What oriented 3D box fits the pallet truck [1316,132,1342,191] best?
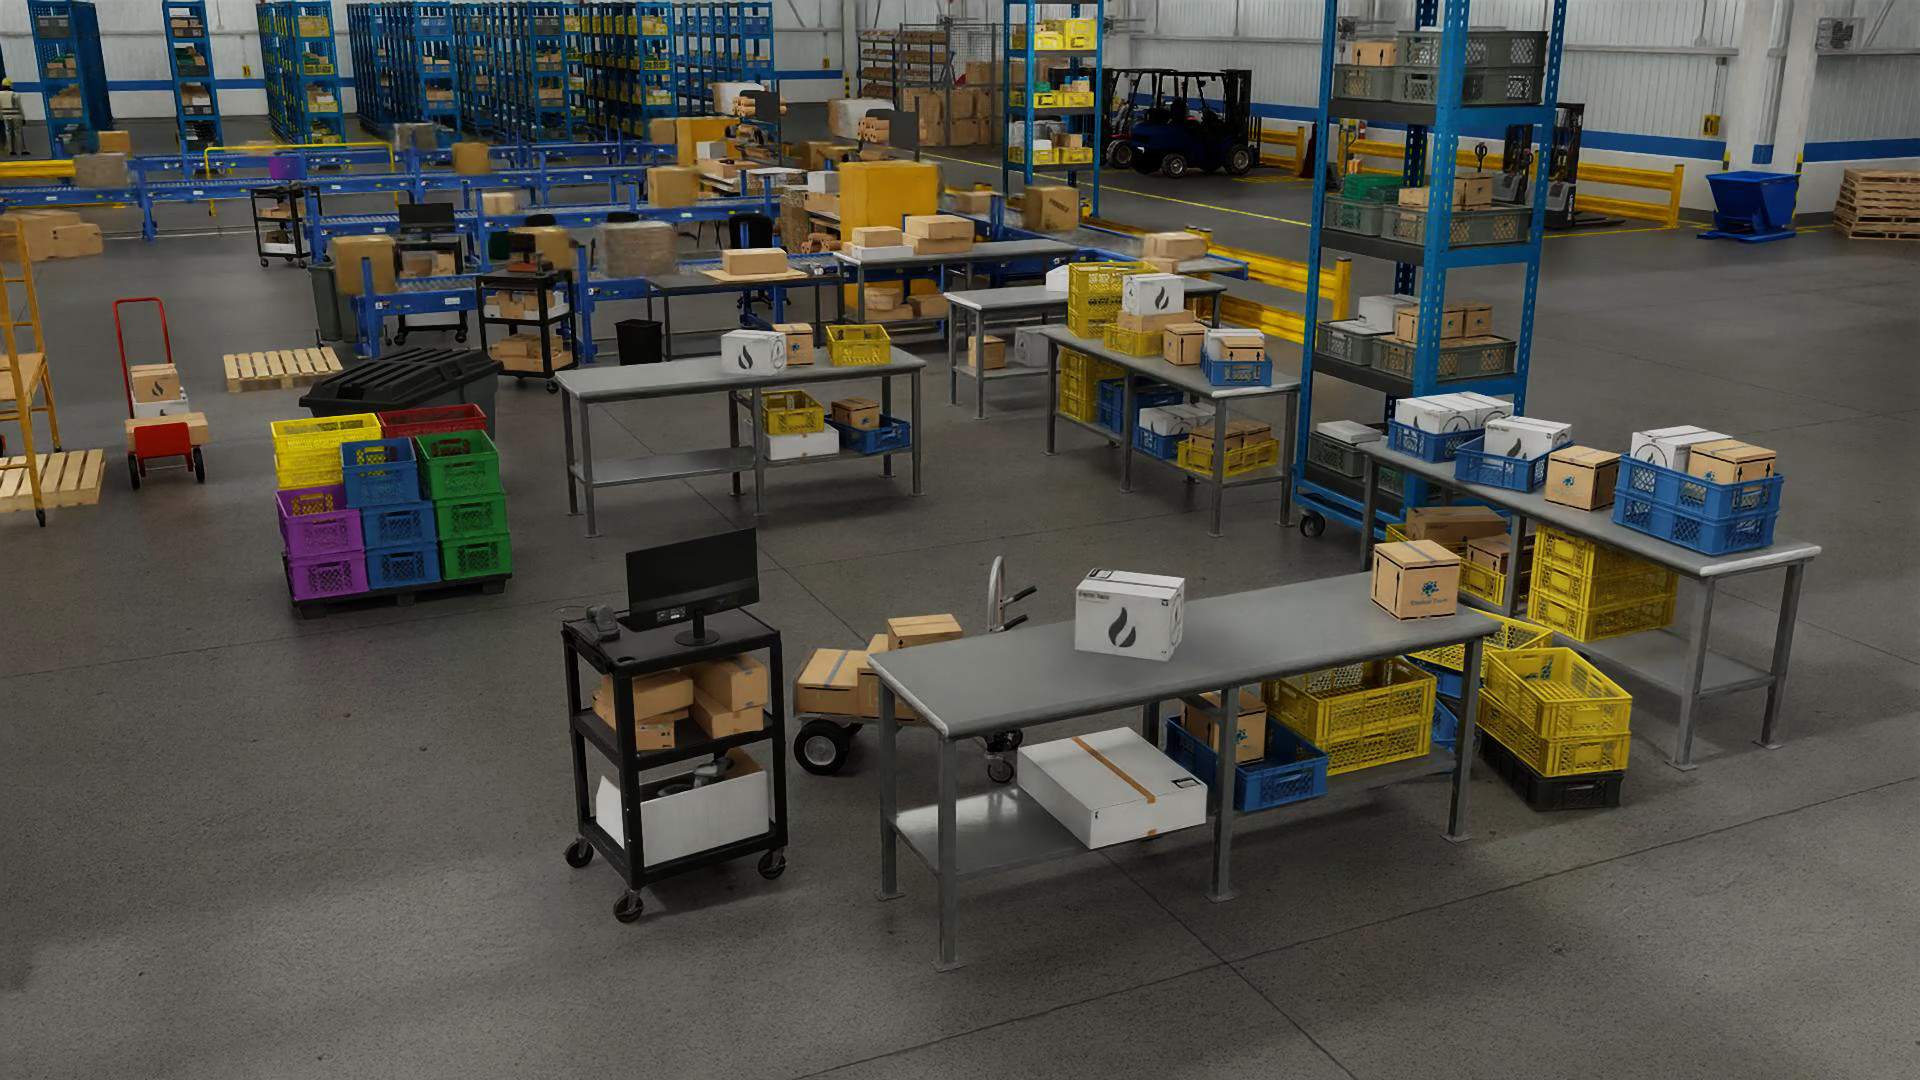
[{"bbox_3d":[7.723,-7.504,32.656,1.601,1.201,0.680,-8,19,-23],"label":"pallet truck"}]

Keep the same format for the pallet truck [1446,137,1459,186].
[{"bbox_3d":[9.184,-6.485,29.328,1.630,1.274,0.653,-8,19,-23],"label":"pallet truck"}]

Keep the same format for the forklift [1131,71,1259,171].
[{"bbox_3d":[4.998,-8.936,35.413,2.680,1.987,1.157,-9,20,-25],"label":"forklift"}]

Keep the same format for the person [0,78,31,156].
[{"bbox_3d":[-22.986,-10.257,40.347,0.601,1.830,0.404,-1,18,-5],"label":"person"}]

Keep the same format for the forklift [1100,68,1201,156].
[{"bbox_3d":[4.082,-9.564,37.410,2.680,1.987,1.157,-8,19,-23],"label":"forklift"}]

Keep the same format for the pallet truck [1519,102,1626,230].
[{"bbox_3d":[9.972,-6.037,26.785,1.885,1.965,0.823,-9,20,-25],"label":"pallet truck"}]

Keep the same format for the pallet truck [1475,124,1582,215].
[{"bbox_3d":[9.707,-6.455,28.103,1.885,1.965,0.823,-7,19,-20],"label":"pallet truck"}]

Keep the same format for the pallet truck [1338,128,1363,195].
[{"bbox_3d":[7.845,-7.140,31.411,1.522,1.261,0.704,-9,20,-25],"label":"pallet truck"}]
